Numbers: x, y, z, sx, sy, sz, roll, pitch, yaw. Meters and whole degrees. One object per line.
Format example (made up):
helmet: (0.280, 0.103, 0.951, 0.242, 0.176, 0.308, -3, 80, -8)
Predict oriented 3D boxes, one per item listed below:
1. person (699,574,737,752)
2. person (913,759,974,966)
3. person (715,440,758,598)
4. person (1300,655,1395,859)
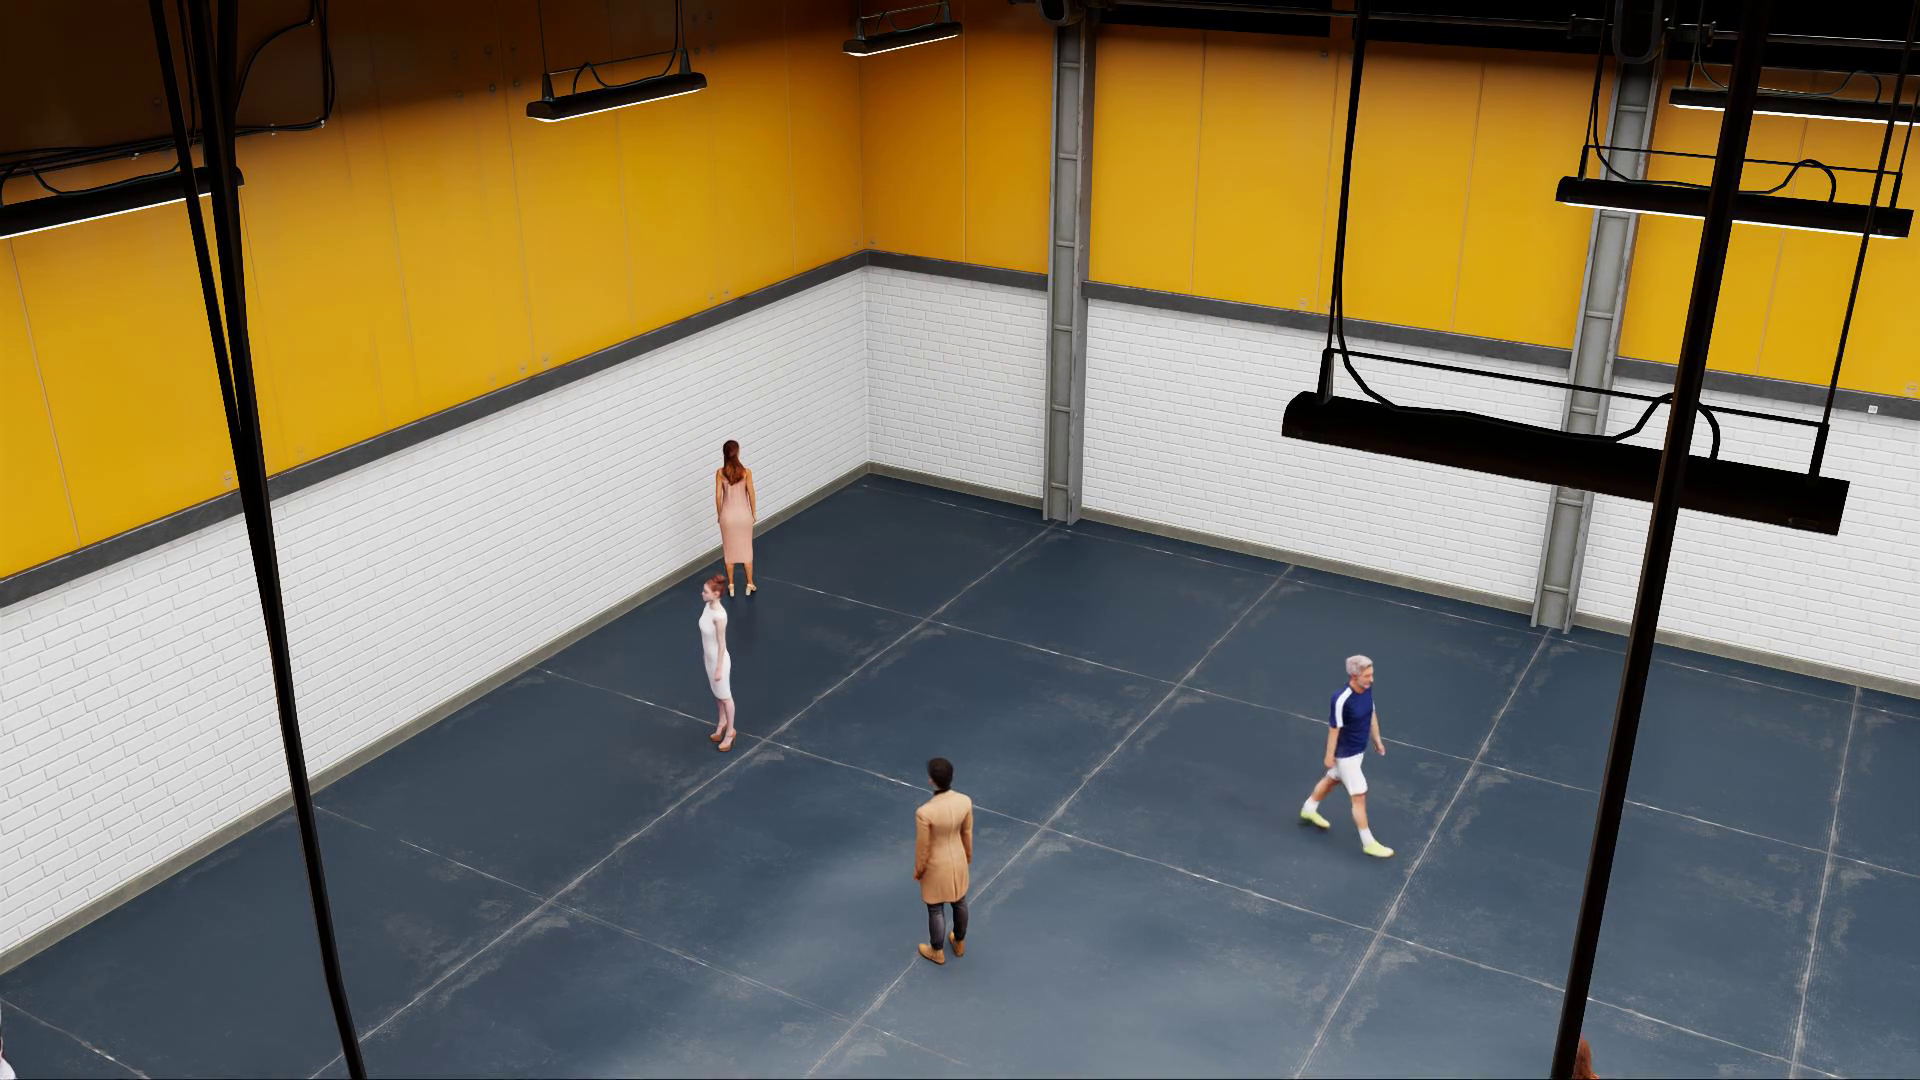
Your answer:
person: (-2.247, 1.137, 15.483, 0.699, 1.791, 0.597, -11, 26, -23)
person: (-0.119, 2.431, 12.606, 0.756, 1.725, 0.780, -13, 27, -28)
person: (-2.510, -0.243, 18.592, 0.612, 1.830, 0.728, 0, 24, -1)
person: (3.219, 1.753, 14.078, 1.193, 1.788, 0.732, 17, 29, 34)
